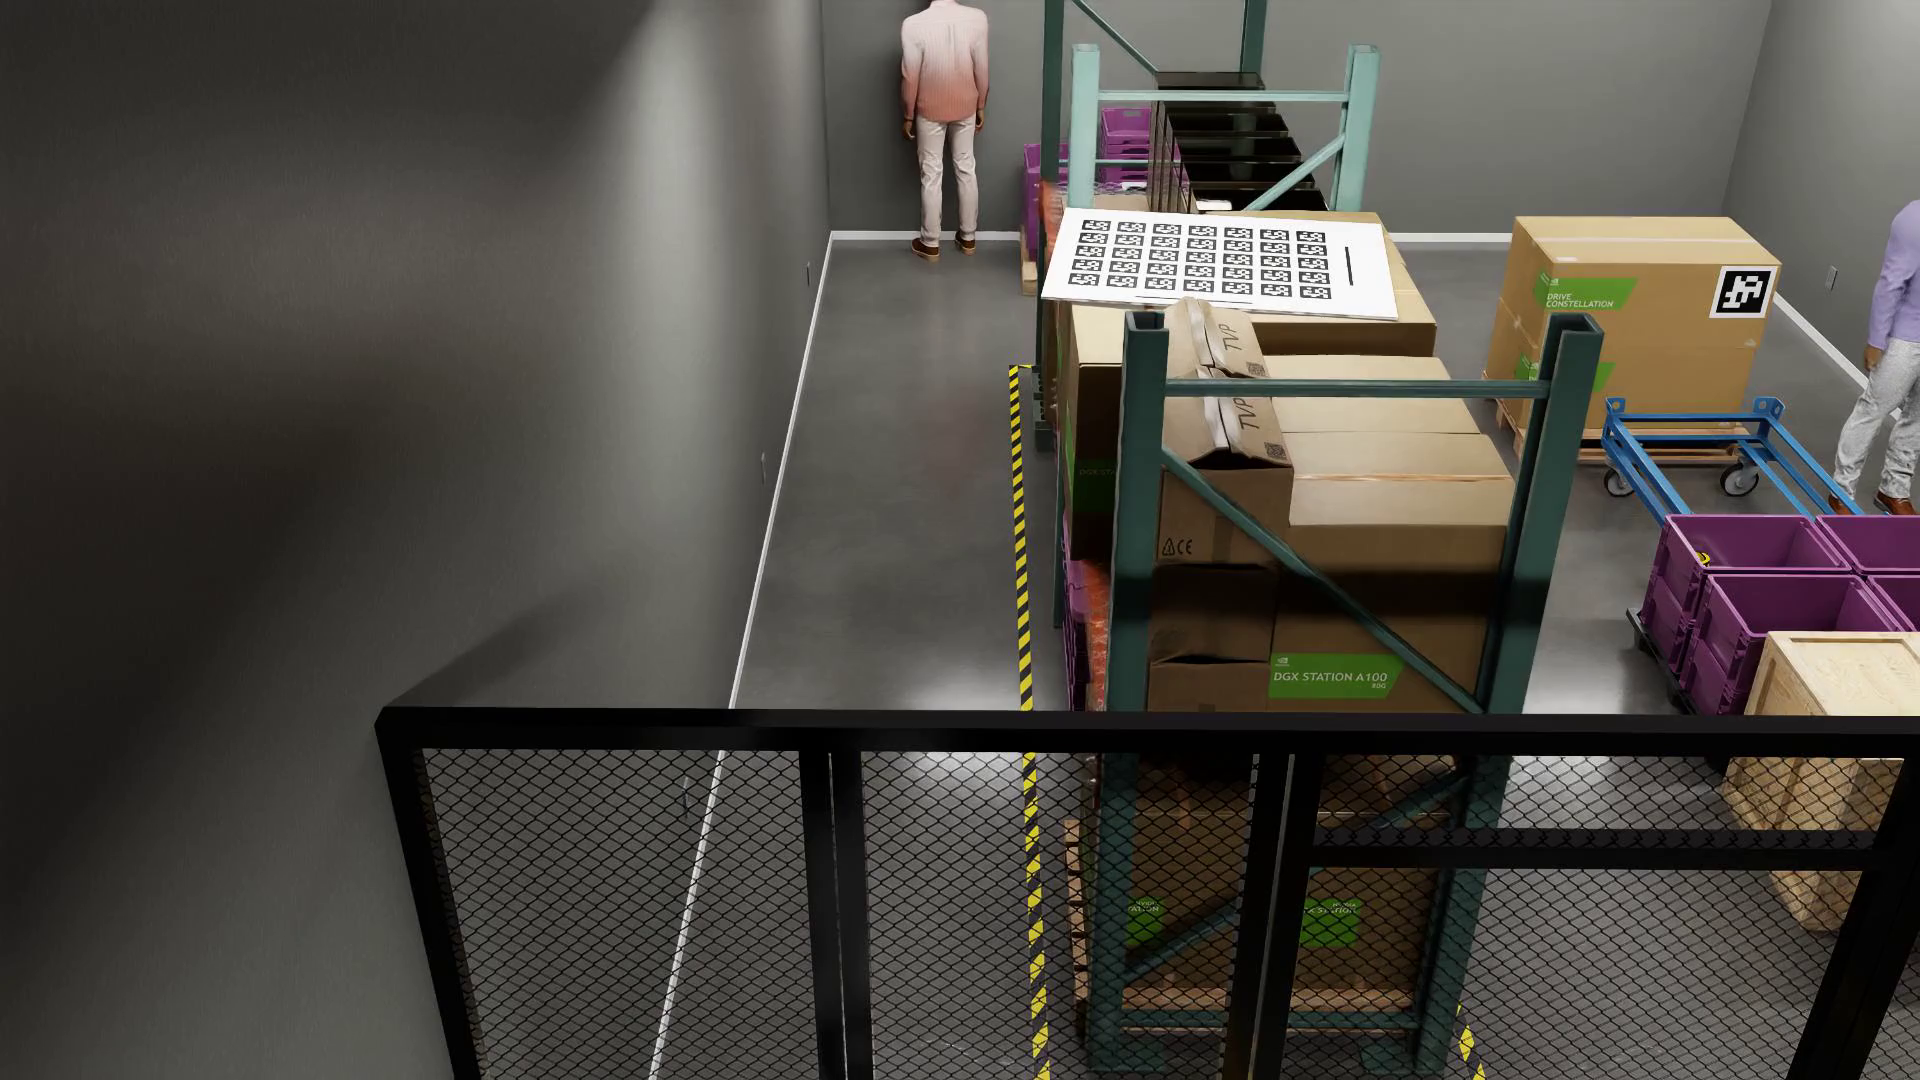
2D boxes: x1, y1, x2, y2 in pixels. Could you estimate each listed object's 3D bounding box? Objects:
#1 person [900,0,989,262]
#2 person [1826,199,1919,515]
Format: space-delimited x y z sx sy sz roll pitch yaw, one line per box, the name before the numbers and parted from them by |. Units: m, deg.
person | -0.103 -2.810 10.829 0.611 1.995 0.375 -13 33 -20
person | 4.540 -0.944 7.782 0.627 1.941 0.373 0 31 -1
